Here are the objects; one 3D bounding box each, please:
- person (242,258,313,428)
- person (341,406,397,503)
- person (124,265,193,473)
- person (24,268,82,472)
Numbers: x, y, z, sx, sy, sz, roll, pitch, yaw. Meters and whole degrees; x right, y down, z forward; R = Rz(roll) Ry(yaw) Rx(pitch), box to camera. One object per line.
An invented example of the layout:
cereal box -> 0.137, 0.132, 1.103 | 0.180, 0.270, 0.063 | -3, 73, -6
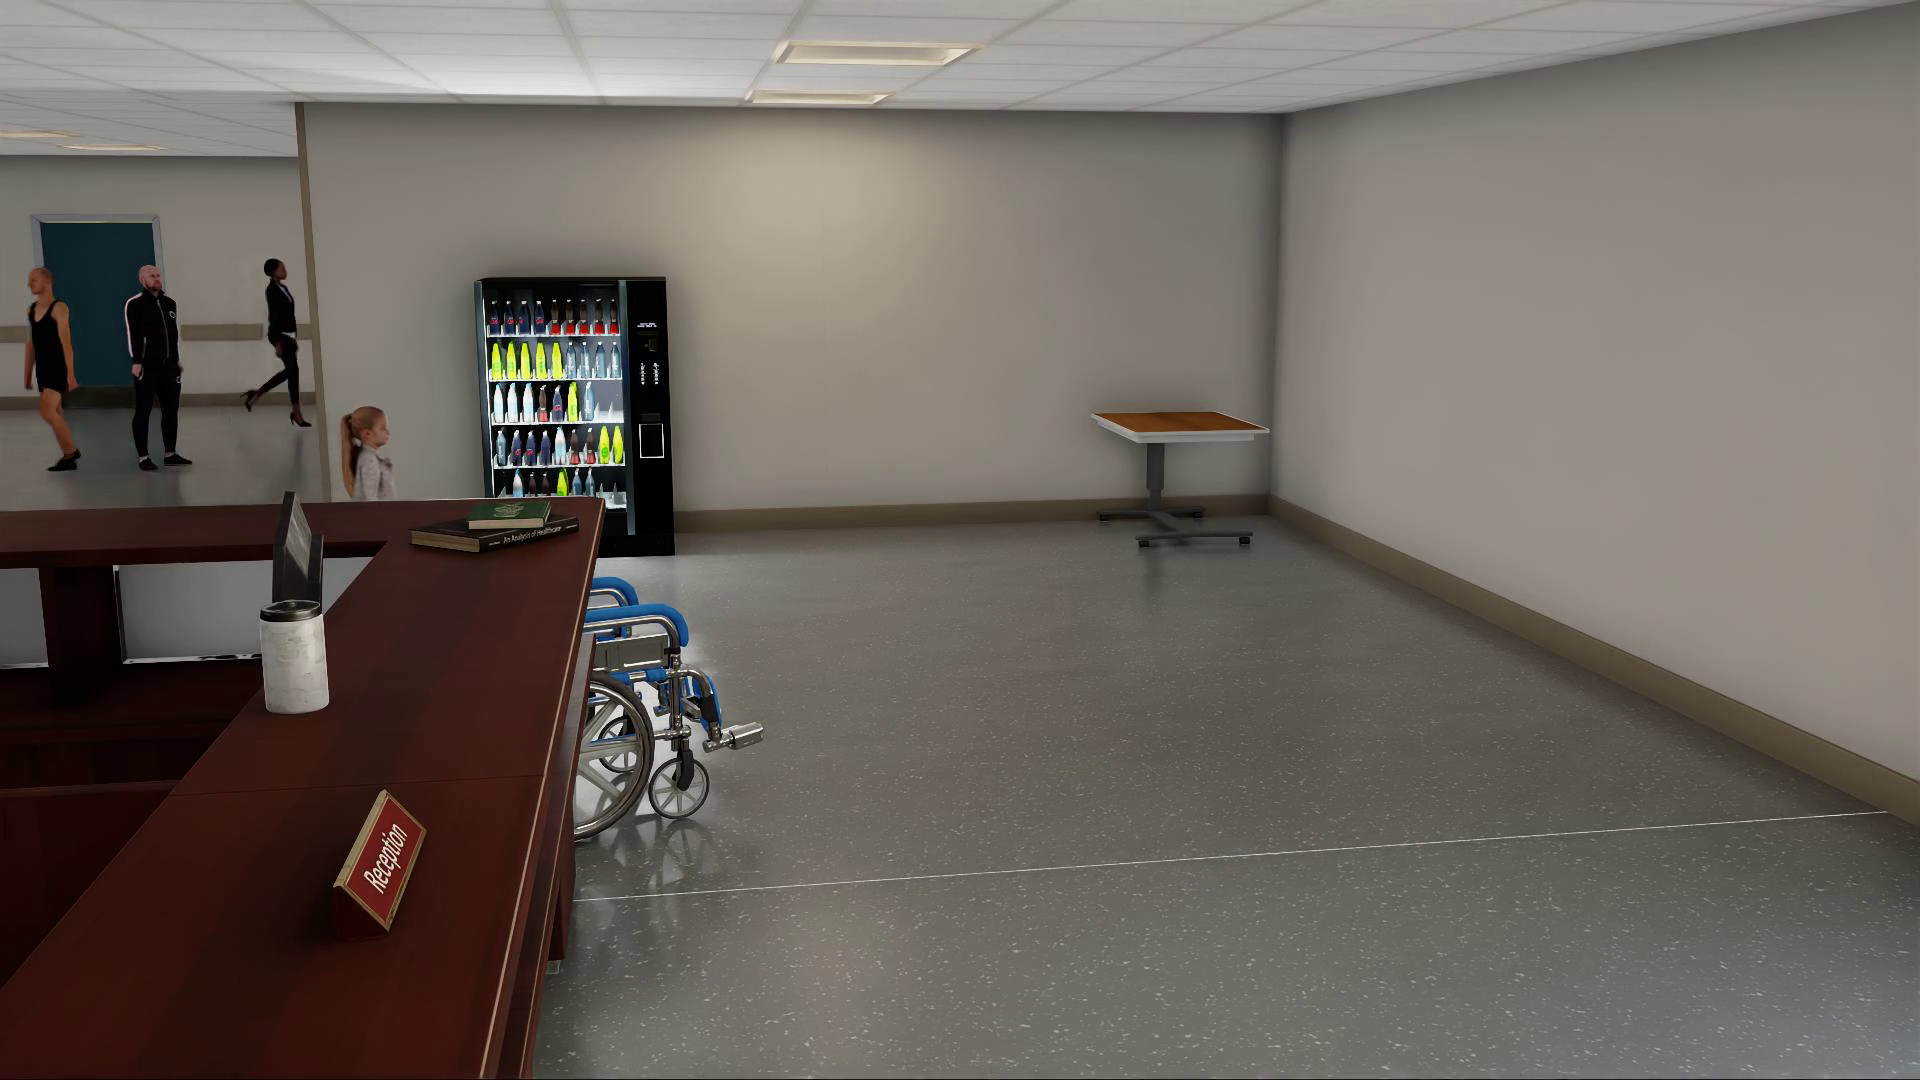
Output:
person -> -7.408, -2.114, 17.999 | 0.931, 1.815, 0.611 | -1, 11, -8
person -> -3.074, -0.041, 8.631 | 0.557, 1.228, 0.547 | -4, 11, -20
person -> -7.281, -1.562, 15.033 | 0.795, 1.836, 0.768 | 6, 12, 27
person -> -7.993, -1.508, 14.828 | 0.771, 1.806, 0.853 | 6, 12, 28
